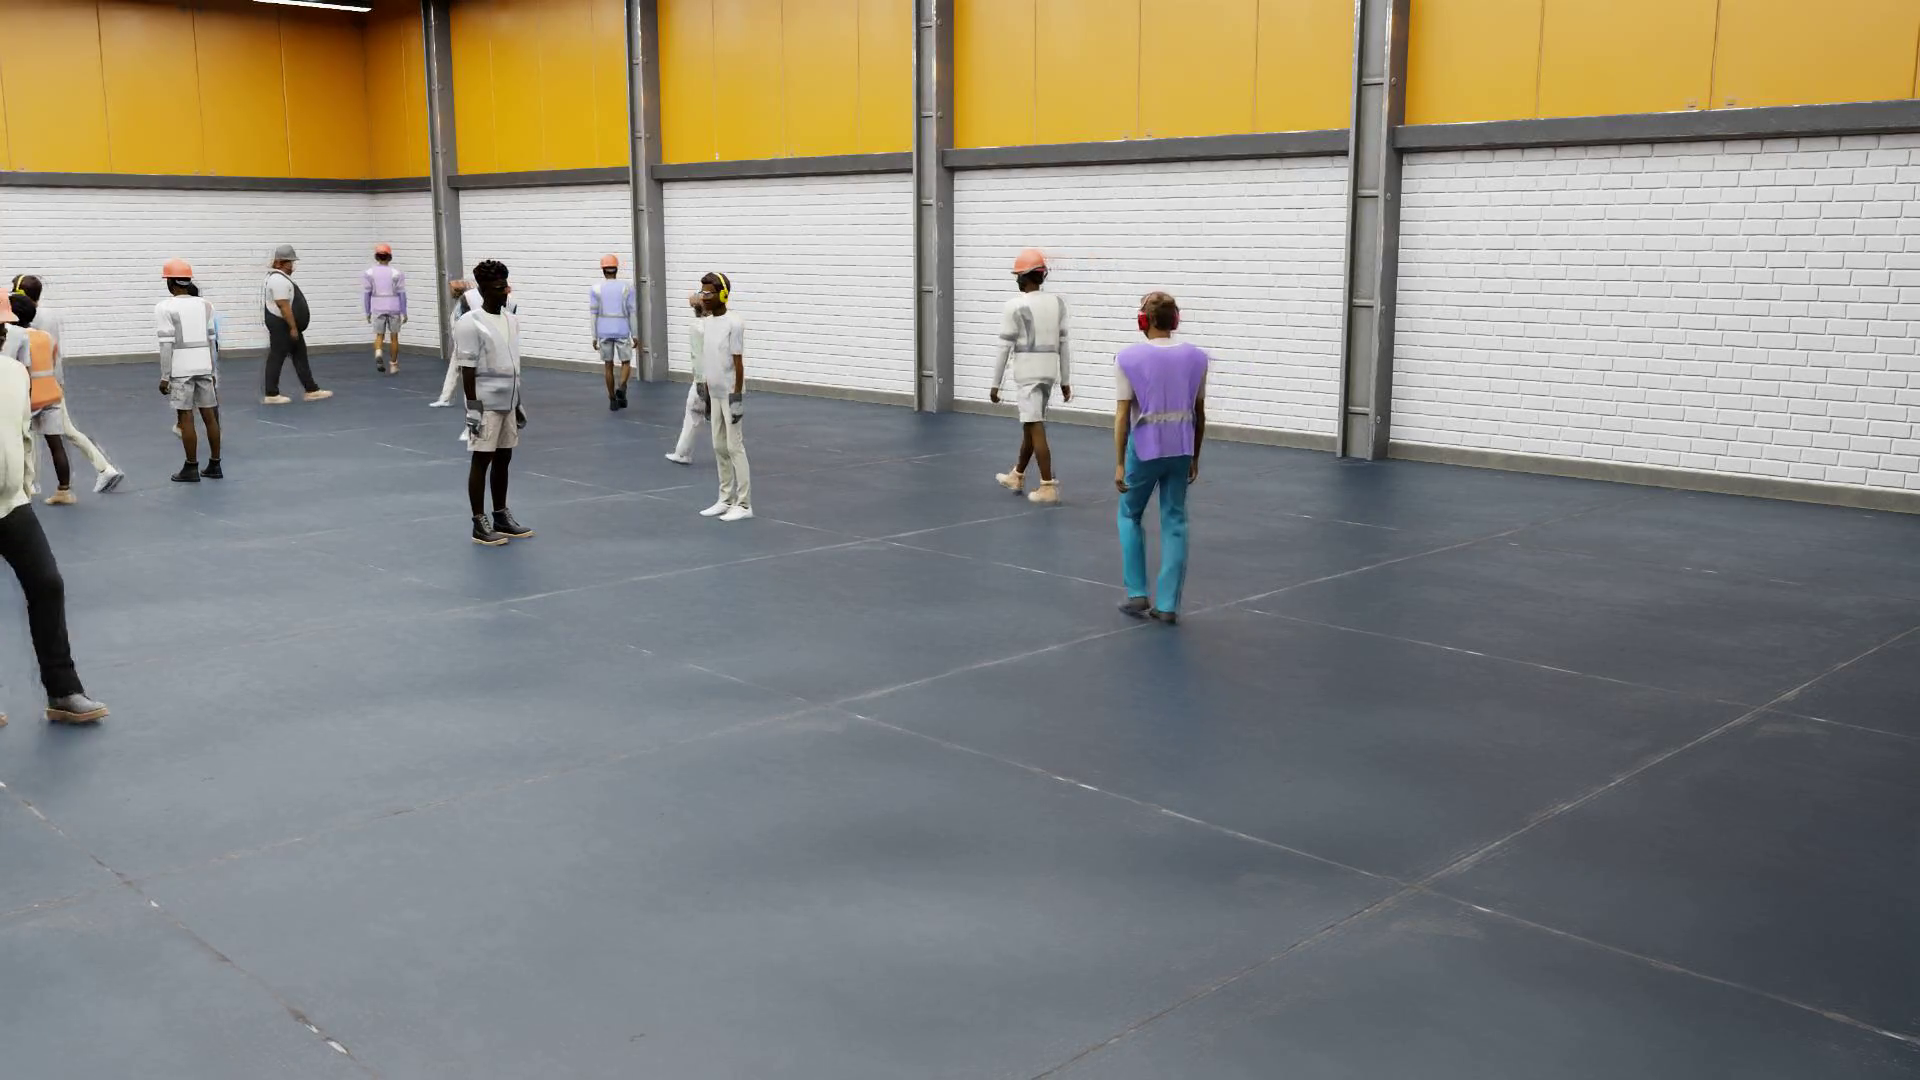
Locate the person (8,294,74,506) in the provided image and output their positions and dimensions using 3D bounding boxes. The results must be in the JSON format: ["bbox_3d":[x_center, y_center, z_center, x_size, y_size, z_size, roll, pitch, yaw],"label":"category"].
[{"bbox_3d":[-7.354,-1.086,13.077,0.713,1.673,0.542,3,11,16],"label":"person"}]

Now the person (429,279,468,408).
[{"bbox_3d":[-6.133,-2.433,20.639,0.875,1.590,0.524,-5,11,-24],"label":"person"}]

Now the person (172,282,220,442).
[{"bbox_3d":[-7.950,-1.842,17.245,0.540,1.644,0.847,-8,13,-38],"label":"person"}]

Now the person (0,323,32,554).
[{"bbox_3d":[-6.594,-0.846,11.332,0.534,1.825,0.759,-5,11,-25],"label":"person"}]

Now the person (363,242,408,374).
[{"bbox_3d":[-8.776,-3.527,25.424,0.616,2.023,0.674,-2,11,-9],"label":"person"}]

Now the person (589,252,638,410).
[{"bbox_3d":[-4.194,-2.508,20.127,0.569,1.923,0.603,-2,11,-10],"label":"person"}]

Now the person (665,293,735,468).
[{"bbox_3d":[-2.376,-1.467,15.333,0.824,1.602,0.527,7,12,32],"label":"person"}]

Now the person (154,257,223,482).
[{"bbox_3d":[-6.711,-1.469,14.433,0.376,1.939,0.547,6,12,30],"label":"person"}]

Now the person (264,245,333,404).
[{"bbox_3d":[-8.481,-2.758,21.186,0.923,2.000,0.701,-3,11,-17],"label":"person"}]

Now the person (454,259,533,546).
[{"bbox_3d":[-3.239,-0.959,11.575,0.371,1.966,0.608,4,11,20],"label":"person"}]

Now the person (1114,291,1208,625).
[{"bbox_3d":[1.083,-0.462,9.252,0.579,1.815,0.636,-3,11,-16],"label":"person"}]

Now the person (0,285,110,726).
[{"bbox_3d":[-4.079,-0.134,7.100,0.860,1.954,0.631,3,11,16],"label":"person"}]

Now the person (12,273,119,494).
[{"bbox_3d":[-7.454,-1.270,13.661,0.937,1.836,0.531,1,10,4],"label":"person"}]

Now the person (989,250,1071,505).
[{"bbox_3d":[0.491,-1.307,13.357,0.642,2.004,0.954,-9,13,-39],"label":"person"}]

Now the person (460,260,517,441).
[{"bbox_3d":[-4.891,-1.938,17.172,0.613,1.885,0.688,-7,12,-33],"label":"person"}]

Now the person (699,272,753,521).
[{"bbox_3d":[-1.778,-1.070,12.502,0.328,1.857,0.505,-9,13,-39],"label":"person"}]
